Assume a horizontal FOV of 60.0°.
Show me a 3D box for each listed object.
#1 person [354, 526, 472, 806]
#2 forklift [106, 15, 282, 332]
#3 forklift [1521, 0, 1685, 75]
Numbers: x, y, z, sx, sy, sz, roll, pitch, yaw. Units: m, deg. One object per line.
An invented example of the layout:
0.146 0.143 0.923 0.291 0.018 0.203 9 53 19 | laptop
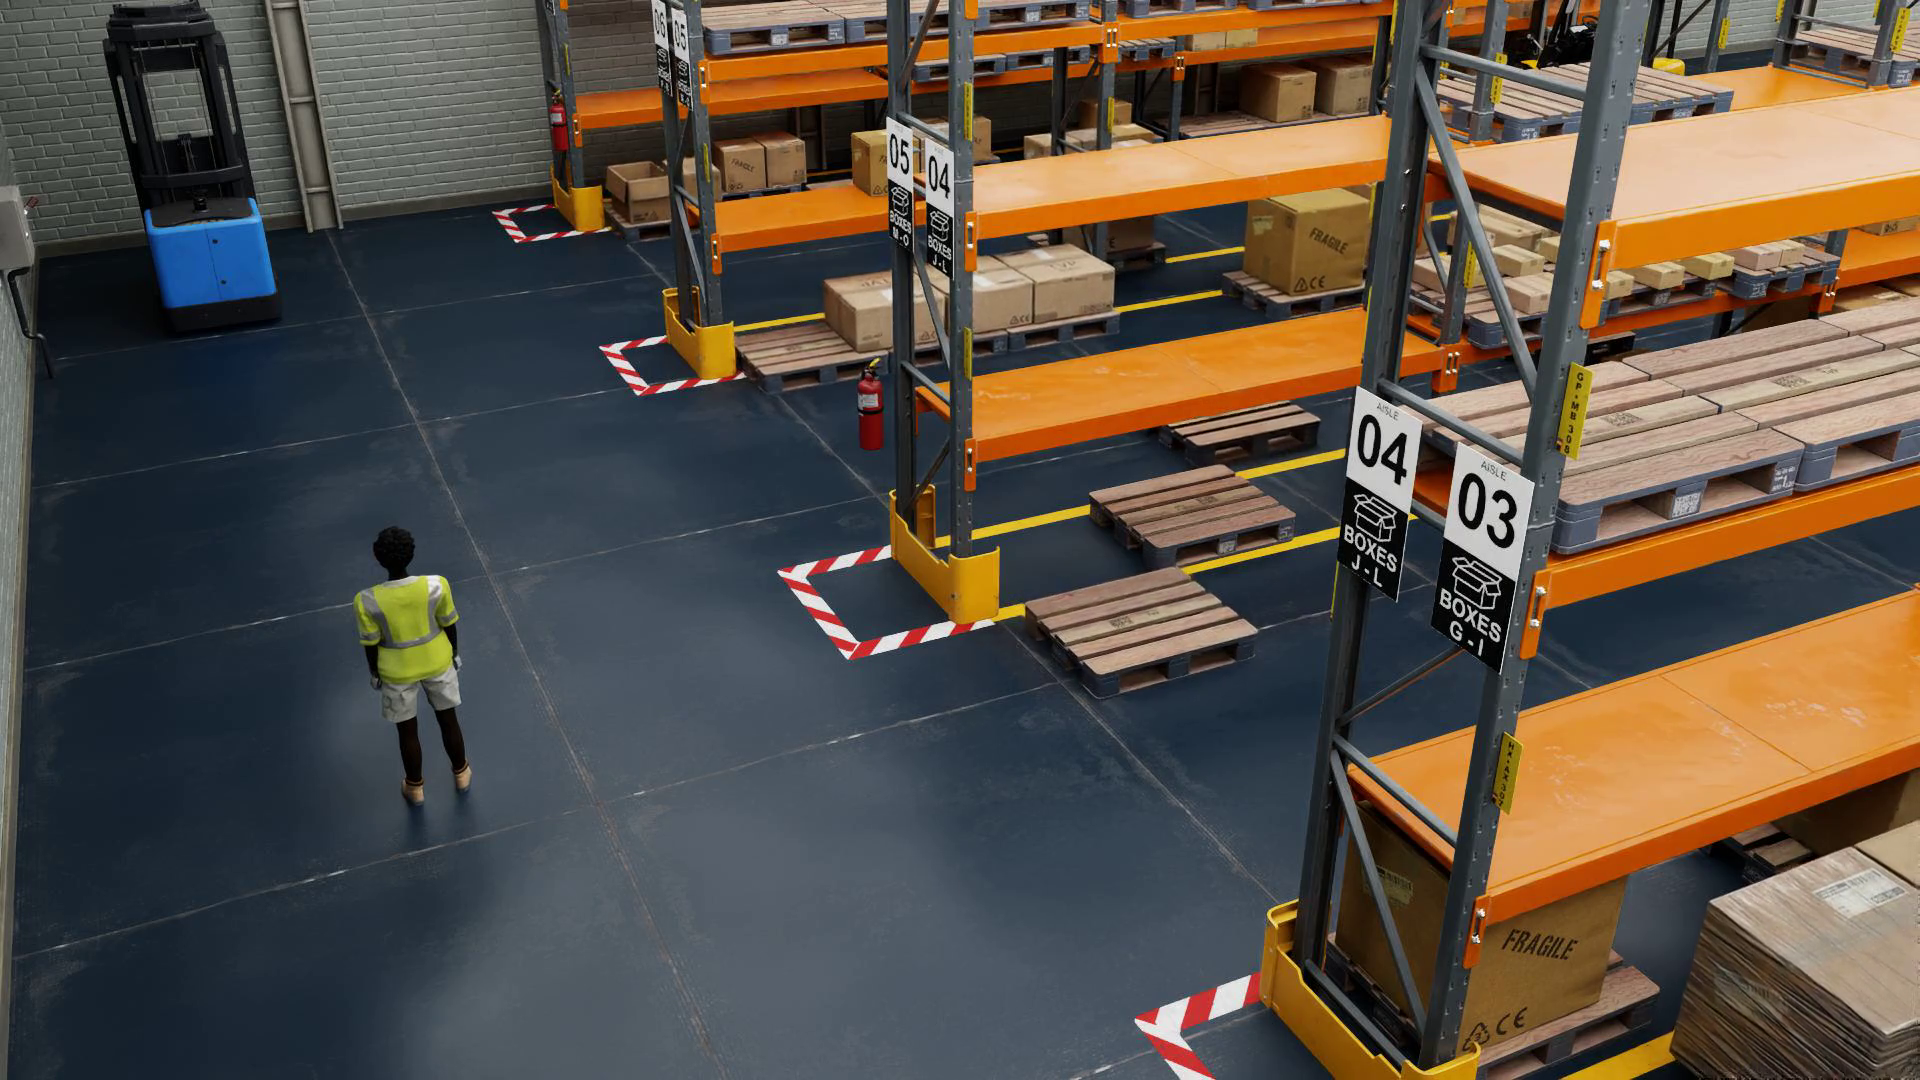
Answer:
-3.015 0.699 9.213 0.539 1.696 0.316 -14 31 -25 | person
-7.548 -3.672 16.323 1.129 2.768 1.873 -12 30 -22 | forklift
8.950 -6.807 23.056 1.214 2.155 2.313 -12 30 -22 | forklift
